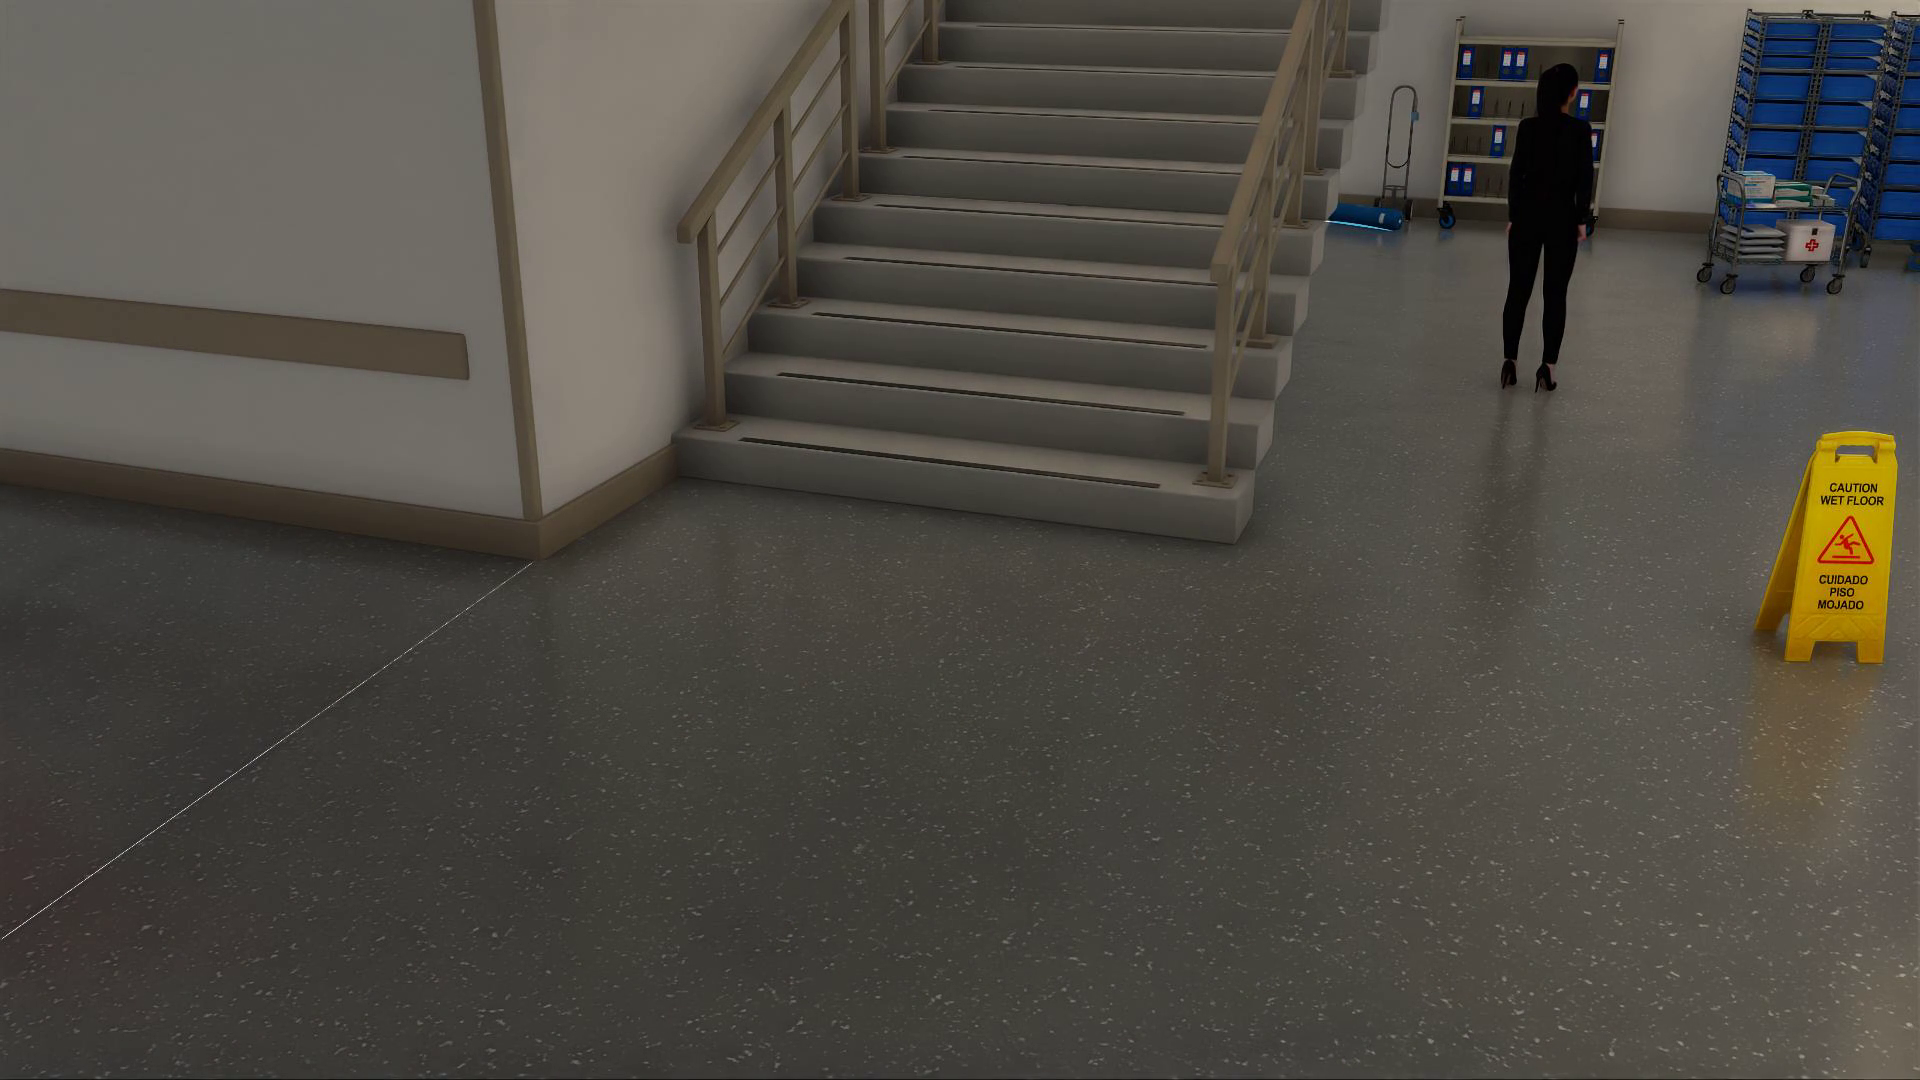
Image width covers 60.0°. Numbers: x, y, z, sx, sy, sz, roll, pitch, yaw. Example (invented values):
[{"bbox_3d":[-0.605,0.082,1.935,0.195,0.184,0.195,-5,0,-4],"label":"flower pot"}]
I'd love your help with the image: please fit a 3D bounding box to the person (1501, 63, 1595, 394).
[{"bbox_3d":[3.089,-1.630,8.783,0.616,1.694,0.565,13,25,31],"label":"person"}]
